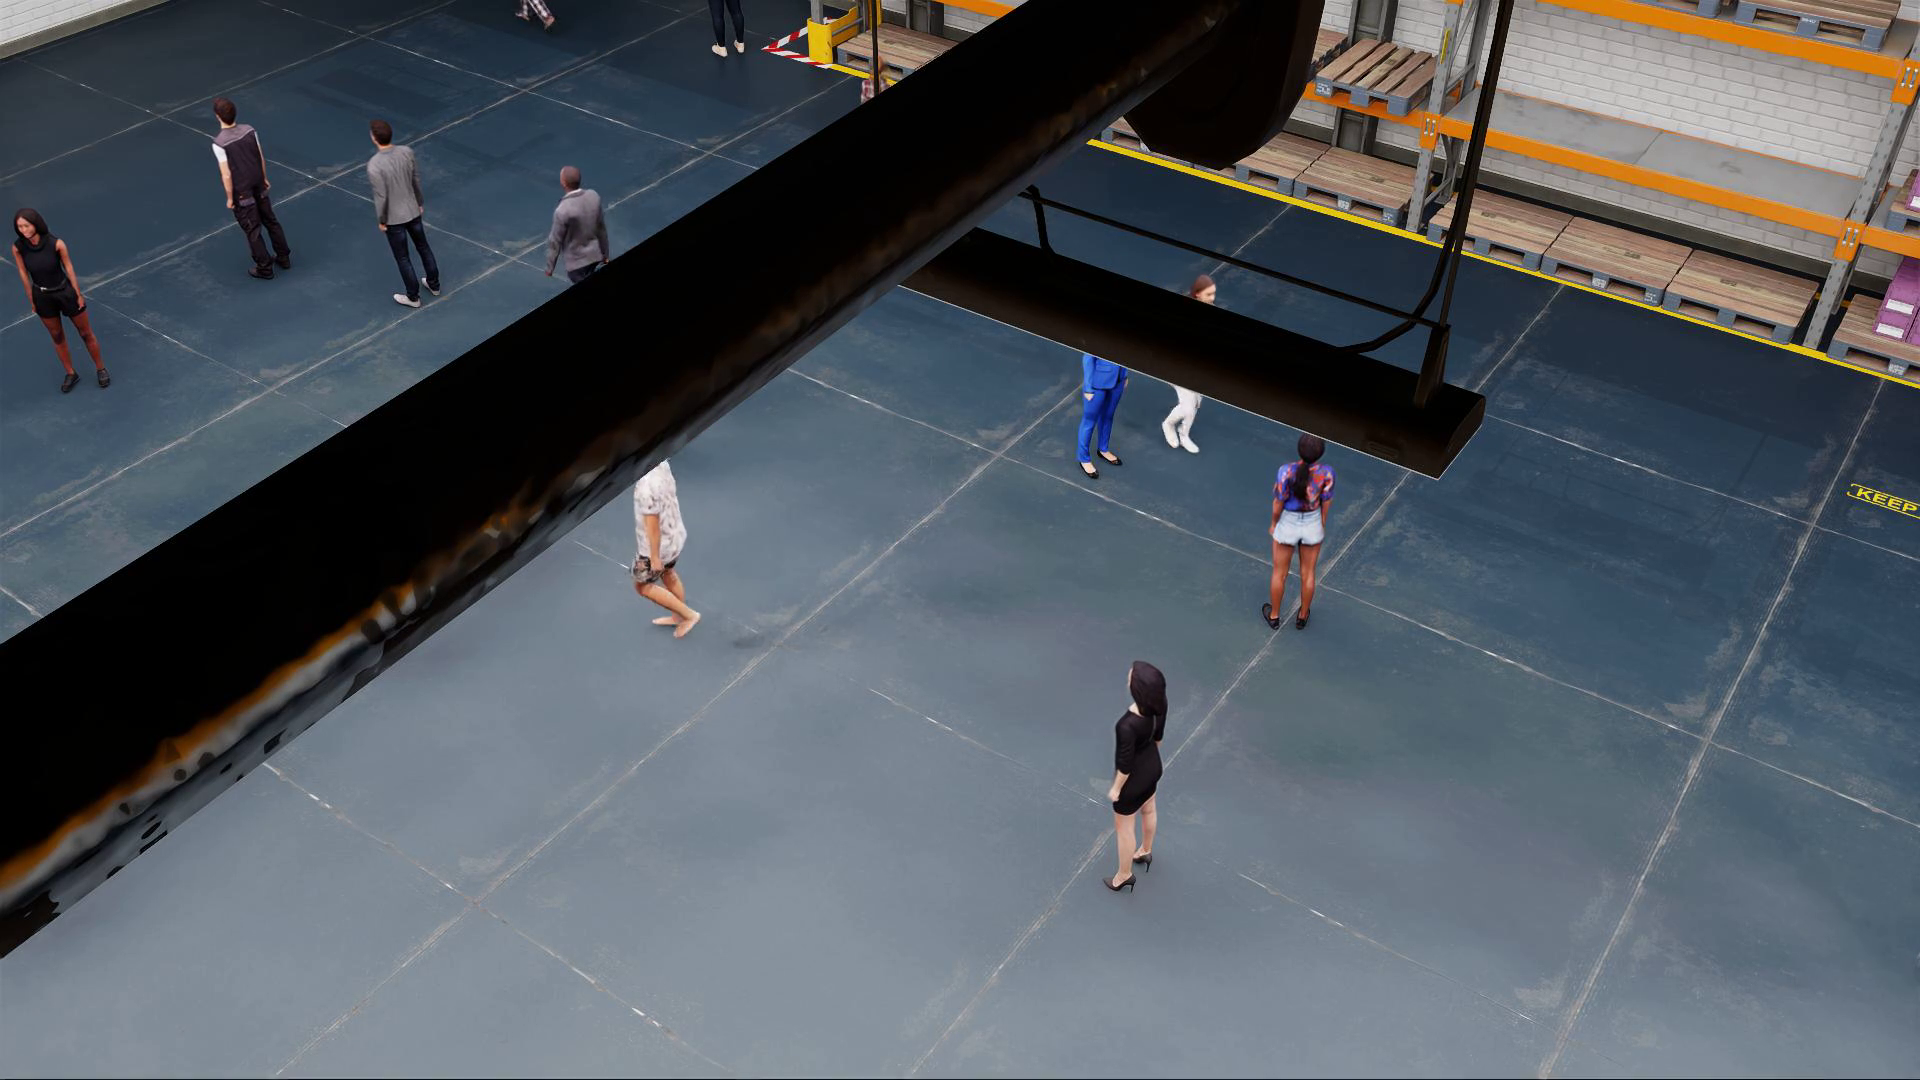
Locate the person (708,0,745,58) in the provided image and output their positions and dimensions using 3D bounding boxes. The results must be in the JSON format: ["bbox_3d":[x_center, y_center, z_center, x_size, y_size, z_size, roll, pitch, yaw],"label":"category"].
[{"bbox_3d":[-2.951,-6.943,20.677,0.738,1.808,0.743,-20,43,-23],"label":"person"}]

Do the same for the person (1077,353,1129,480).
[{"bbox_3d":[1.176,-1.320,13.723,0.672,1.700,0.632,-27,46,-30],"label":"person"}]

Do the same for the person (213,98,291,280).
[{"bbox_3d":[-6.961,-3.444,16.265,0.572,1.848,0.657,21,43,24],"label":"person"}]

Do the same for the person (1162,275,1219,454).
[{"bbox_3d":[1.895,-1.493,13.957,0.711,1.679,0.723,-25,45,-28],"label":"person"}]

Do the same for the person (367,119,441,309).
[{"bbox_3d":[-5.320,-3.118,15.835,0.574,1.874,0.664,24,44,27],"label":"person"}]

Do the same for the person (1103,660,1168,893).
[{"bbox_3d":[1.080,1.453,10.168,0.507,1.804,0.617,28,47,31],"label":"person"}]

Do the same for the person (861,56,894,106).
[{"bbox_3d":[-0.891,-4.676,18.242,0.591,1.305,0.676,1,39,1],"label":"person"}]

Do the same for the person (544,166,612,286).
[{"bbox_3d":[-3.377,-2.496,15.141,1.152,1.768,0.749,22,43,25],"label":"person"}]

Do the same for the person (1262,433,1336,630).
[{"bbox_3d":[2.468,-0.075,12.132,0.619,1.741,0.726,2,39,3],"label":"person"}]

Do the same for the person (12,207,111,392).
[{"bbox_3d":[-7.983,-2.132,14.708,0.667,1.741,0.710,-9,40,-11],"label":"person"}]

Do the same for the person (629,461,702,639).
[{"bbox_3d":[-2.089,-0.022,12.015,0.875,1.804,0.834,2,39,2],"label":"person"}]

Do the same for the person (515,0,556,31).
[{"bbox_3d":[-5.546,-7.441,21.296,1.105,1.815,0.666,26,45,29],"label":"person"}]
